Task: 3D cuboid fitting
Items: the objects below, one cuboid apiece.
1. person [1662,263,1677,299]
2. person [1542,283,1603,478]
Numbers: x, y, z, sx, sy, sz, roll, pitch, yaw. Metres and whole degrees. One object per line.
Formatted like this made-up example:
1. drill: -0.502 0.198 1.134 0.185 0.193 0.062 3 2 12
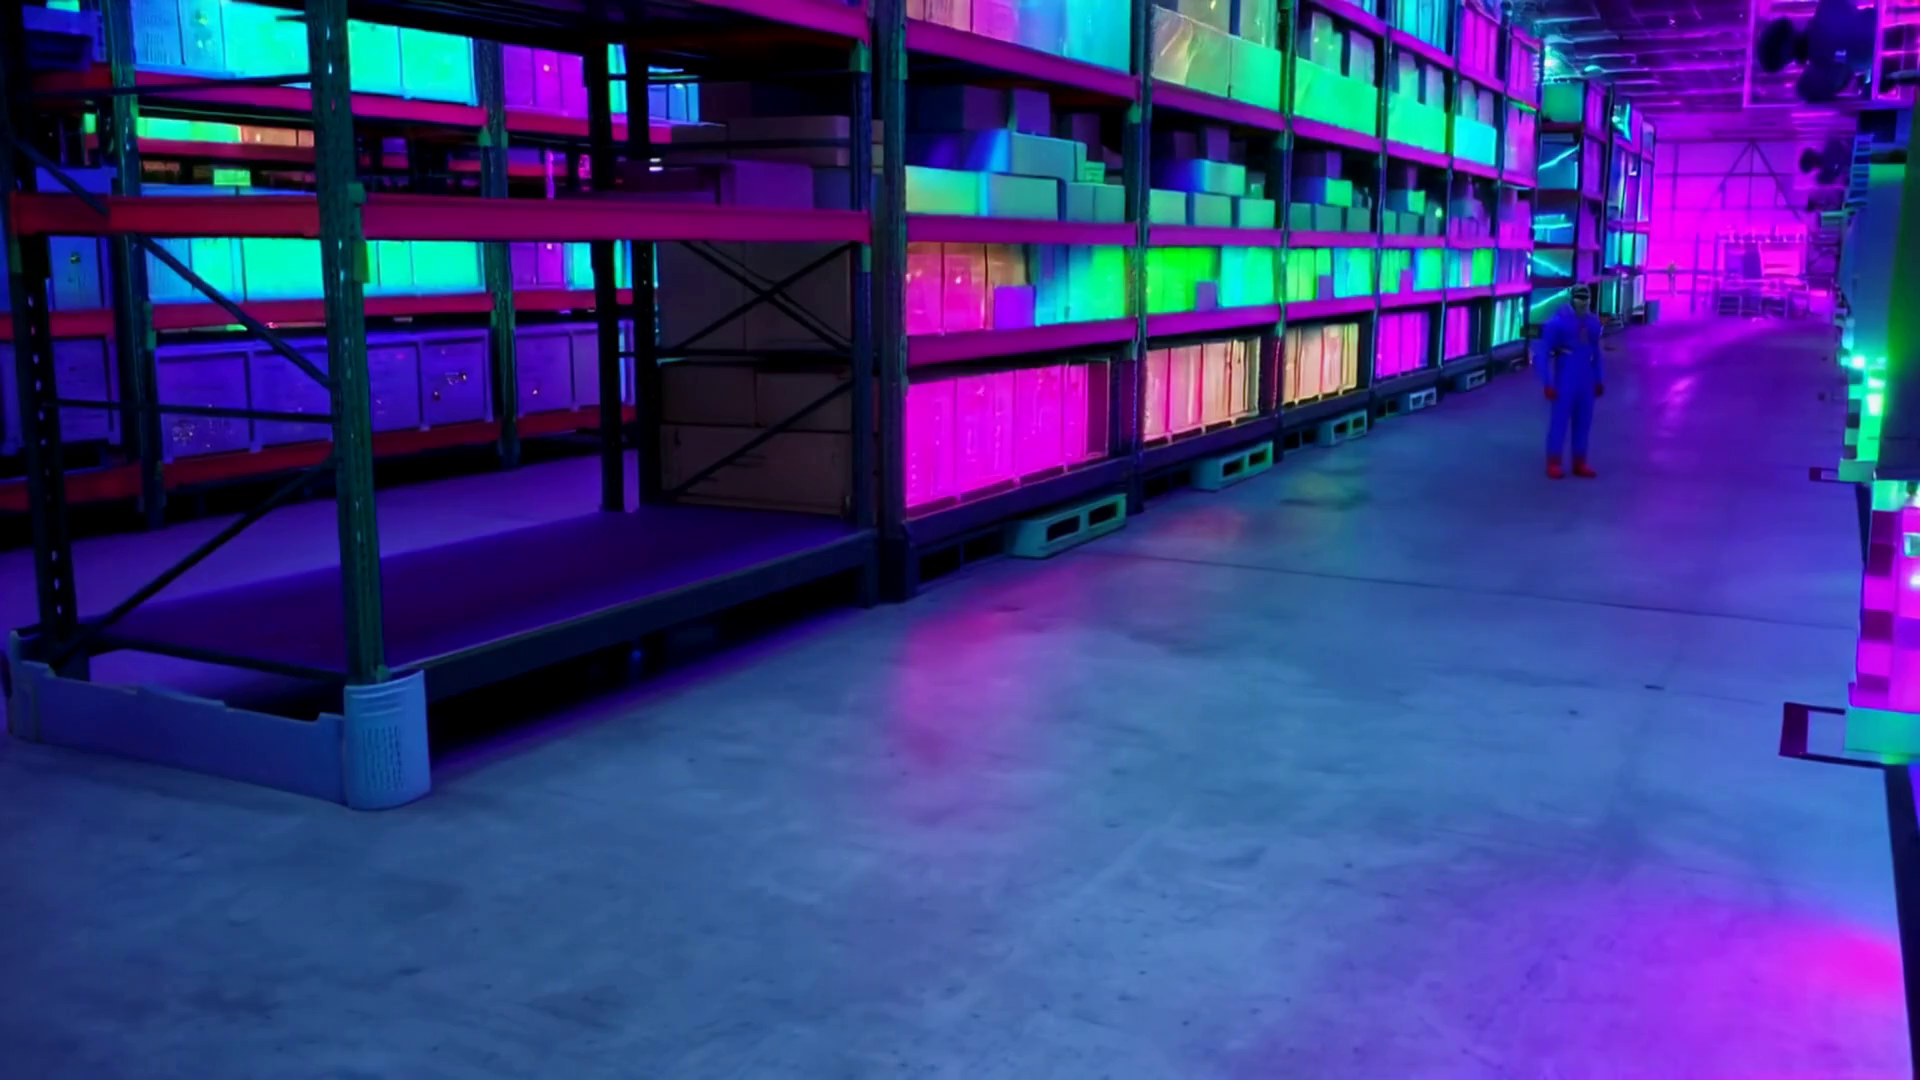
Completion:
1. person: 33.846 -12.336 79.225 0.545 1.685 0.420 -2 10 -12
2. person: 5.952 -1.540 16.129 0.656 1.893 0.401 -3 10 -18
